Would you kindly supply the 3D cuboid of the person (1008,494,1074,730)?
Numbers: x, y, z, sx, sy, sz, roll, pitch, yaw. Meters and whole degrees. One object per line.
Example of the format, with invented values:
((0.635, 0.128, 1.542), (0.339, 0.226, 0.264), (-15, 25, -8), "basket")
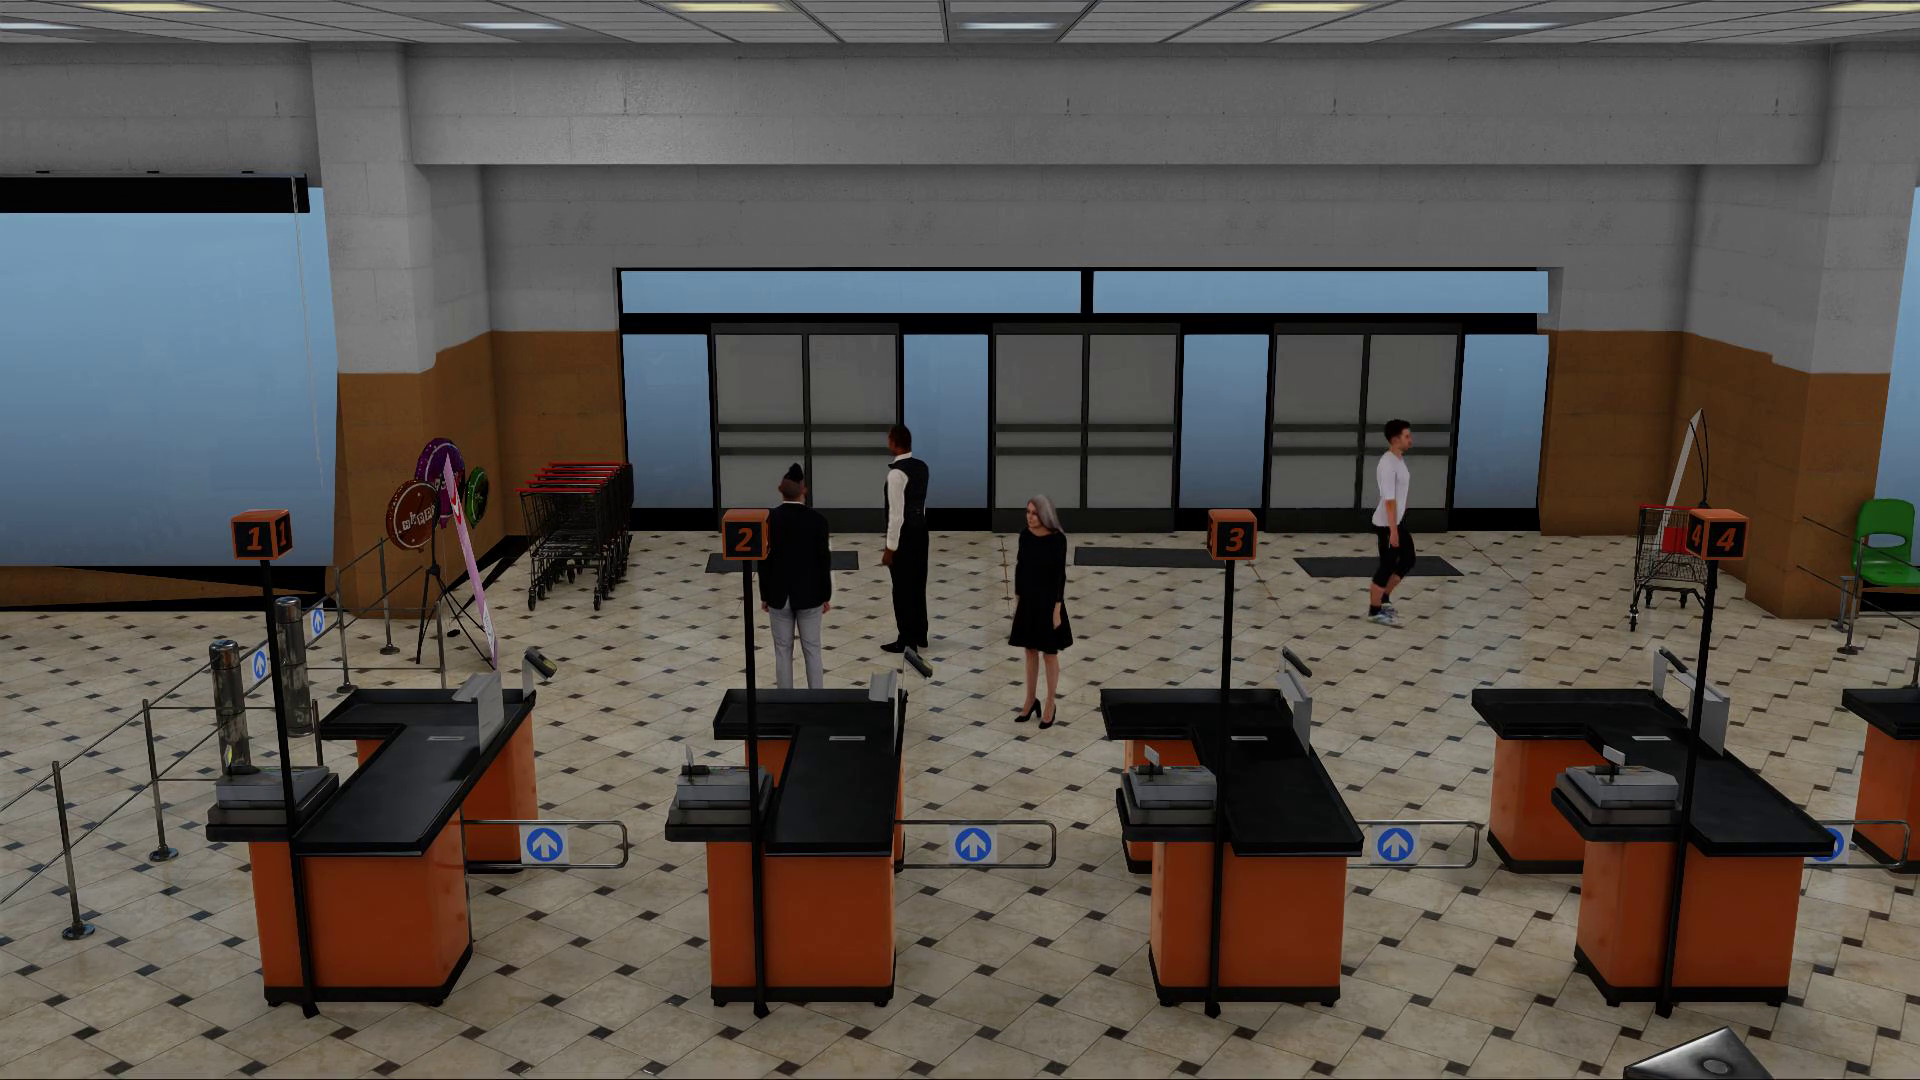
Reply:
((0.580, 0.511, 12.129), (0.702, 1.747, 0.752), (12, 18, 39), "person")

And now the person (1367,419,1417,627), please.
((3.717, -0.160, 14.699), (0.852, 1.839, 0.705), (6, 15, 22), "person")

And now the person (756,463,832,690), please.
((-1.215, 0.379, 12.245), (0.691, 1.948, 0.580), (0, 14, 2), "person")

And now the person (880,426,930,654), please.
((-0.441, -0.008, 13.907), (0.840, 1.918, 0.713), (8, 16, 29), "person")
